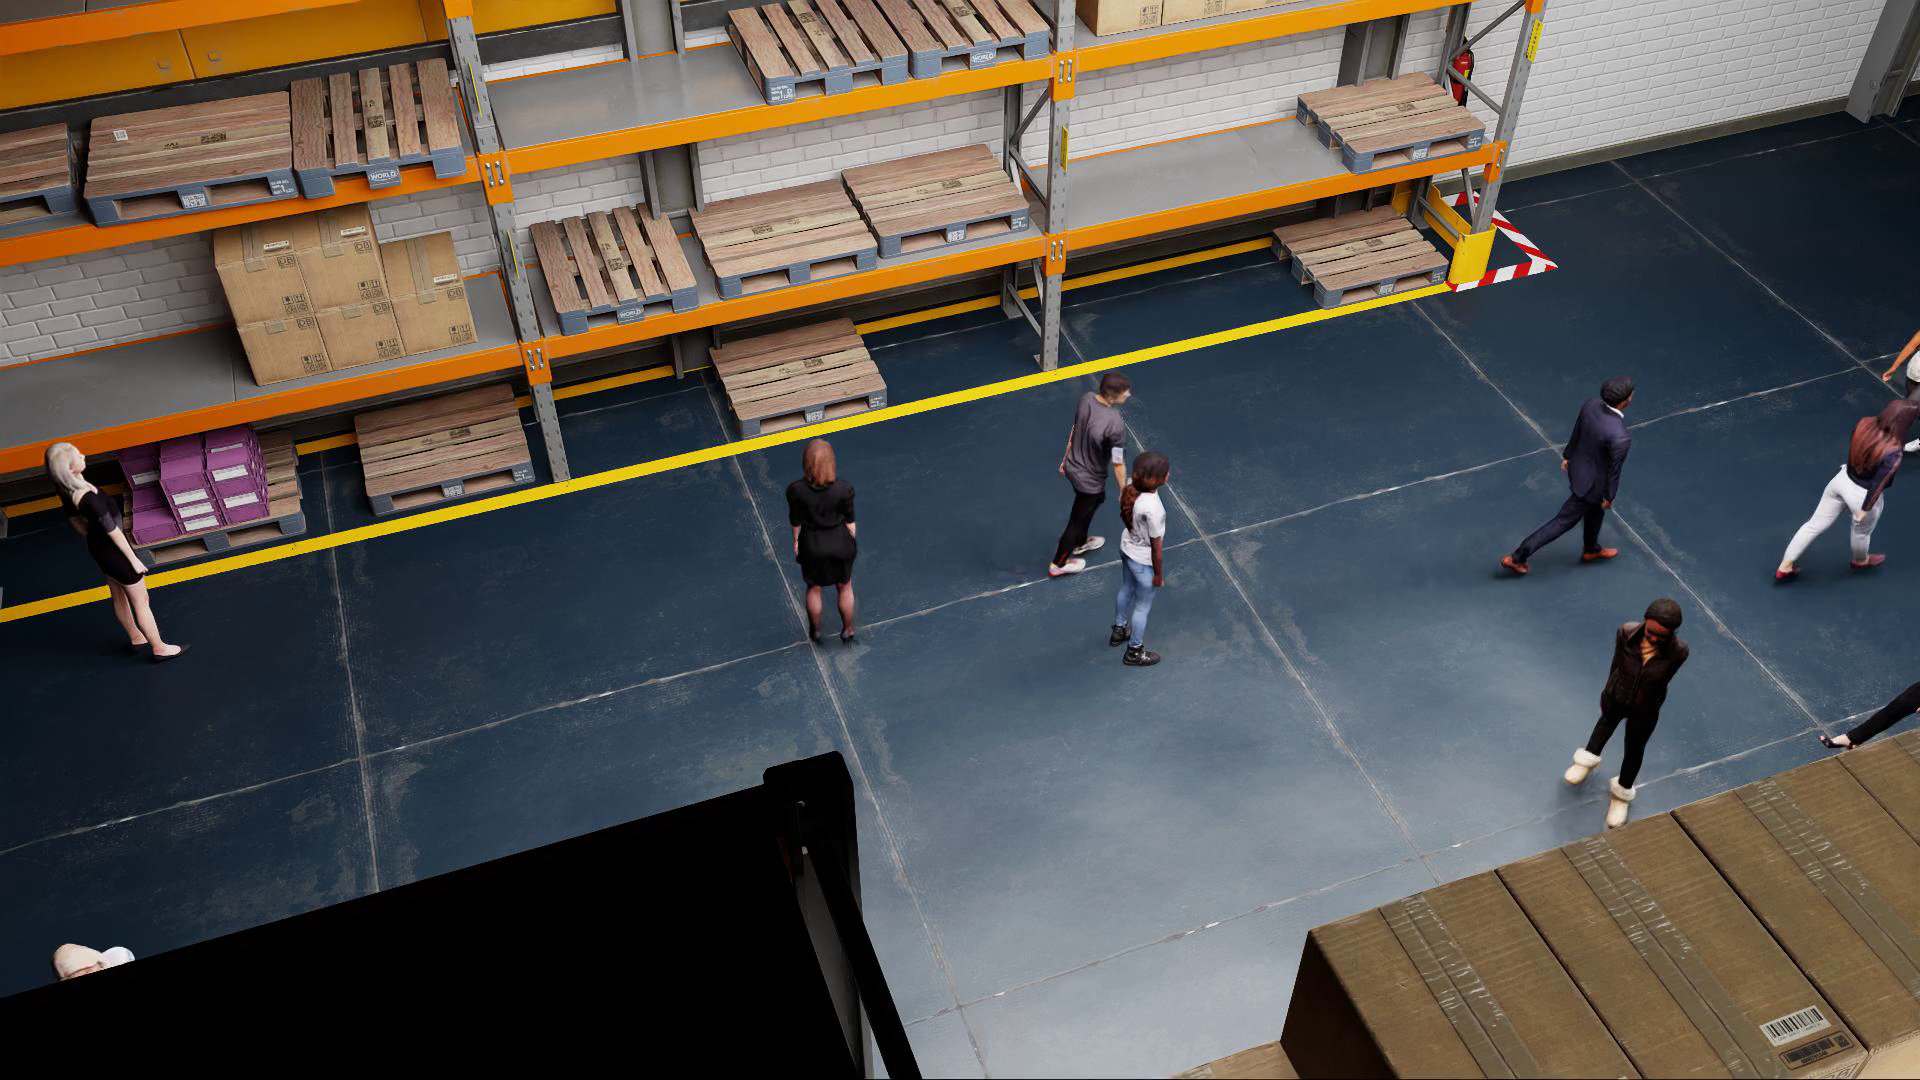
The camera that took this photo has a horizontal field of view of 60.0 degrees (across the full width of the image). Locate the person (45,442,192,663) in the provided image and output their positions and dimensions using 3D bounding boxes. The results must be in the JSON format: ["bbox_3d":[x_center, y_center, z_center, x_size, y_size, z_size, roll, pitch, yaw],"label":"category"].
[{"bbox_3d":[-5.479,0.083,10.740,0.661,1.829,0.694,23,48,22],"label":"person"}]

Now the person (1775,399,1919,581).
[{"bbox_3d":[6.041,-0.296,11.334,1.087,1.559,0.662,-10,45,-11],"label":"person"}]

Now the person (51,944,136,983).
[{"bbox_3d":[-4.150,2.474,8.312,1.016,1.716,0.844,0,44,0],"label":"person"}]

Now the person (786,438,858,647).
[{"bbox_3d":[-0.870,0.044,10.874,0.548,1.701,0.703,-3,44,-3],"label":"person"}]

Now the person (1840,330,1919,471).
[{"bbox_3d":[7.181,-1.192,12.251,1.134,1.592,0.603,-12,45,-13],"label":"person"}]

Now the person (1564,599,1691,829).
[{"bbox_3d":[3.956,1.034,9.864,0.804,1.661,0.871,33,53,30],"label":"person"}]

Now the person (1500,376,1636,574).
[{"bbox_3d":[4.199,-0.391,11.339,1.196,1.690,0.770,-8,44,-8],"label":"person"}]

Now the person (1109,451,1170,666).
[{"bbox_3d":[1.172,0.109,10.792,0.504,1.720,0.579,-14,45,-14],"label":"person"}]

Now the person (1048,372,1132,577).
[{"bbox_3d":[0.812,-0.427,11.350,0.724,1.726,0.660,-23,48,-23],"label":"person"}]
